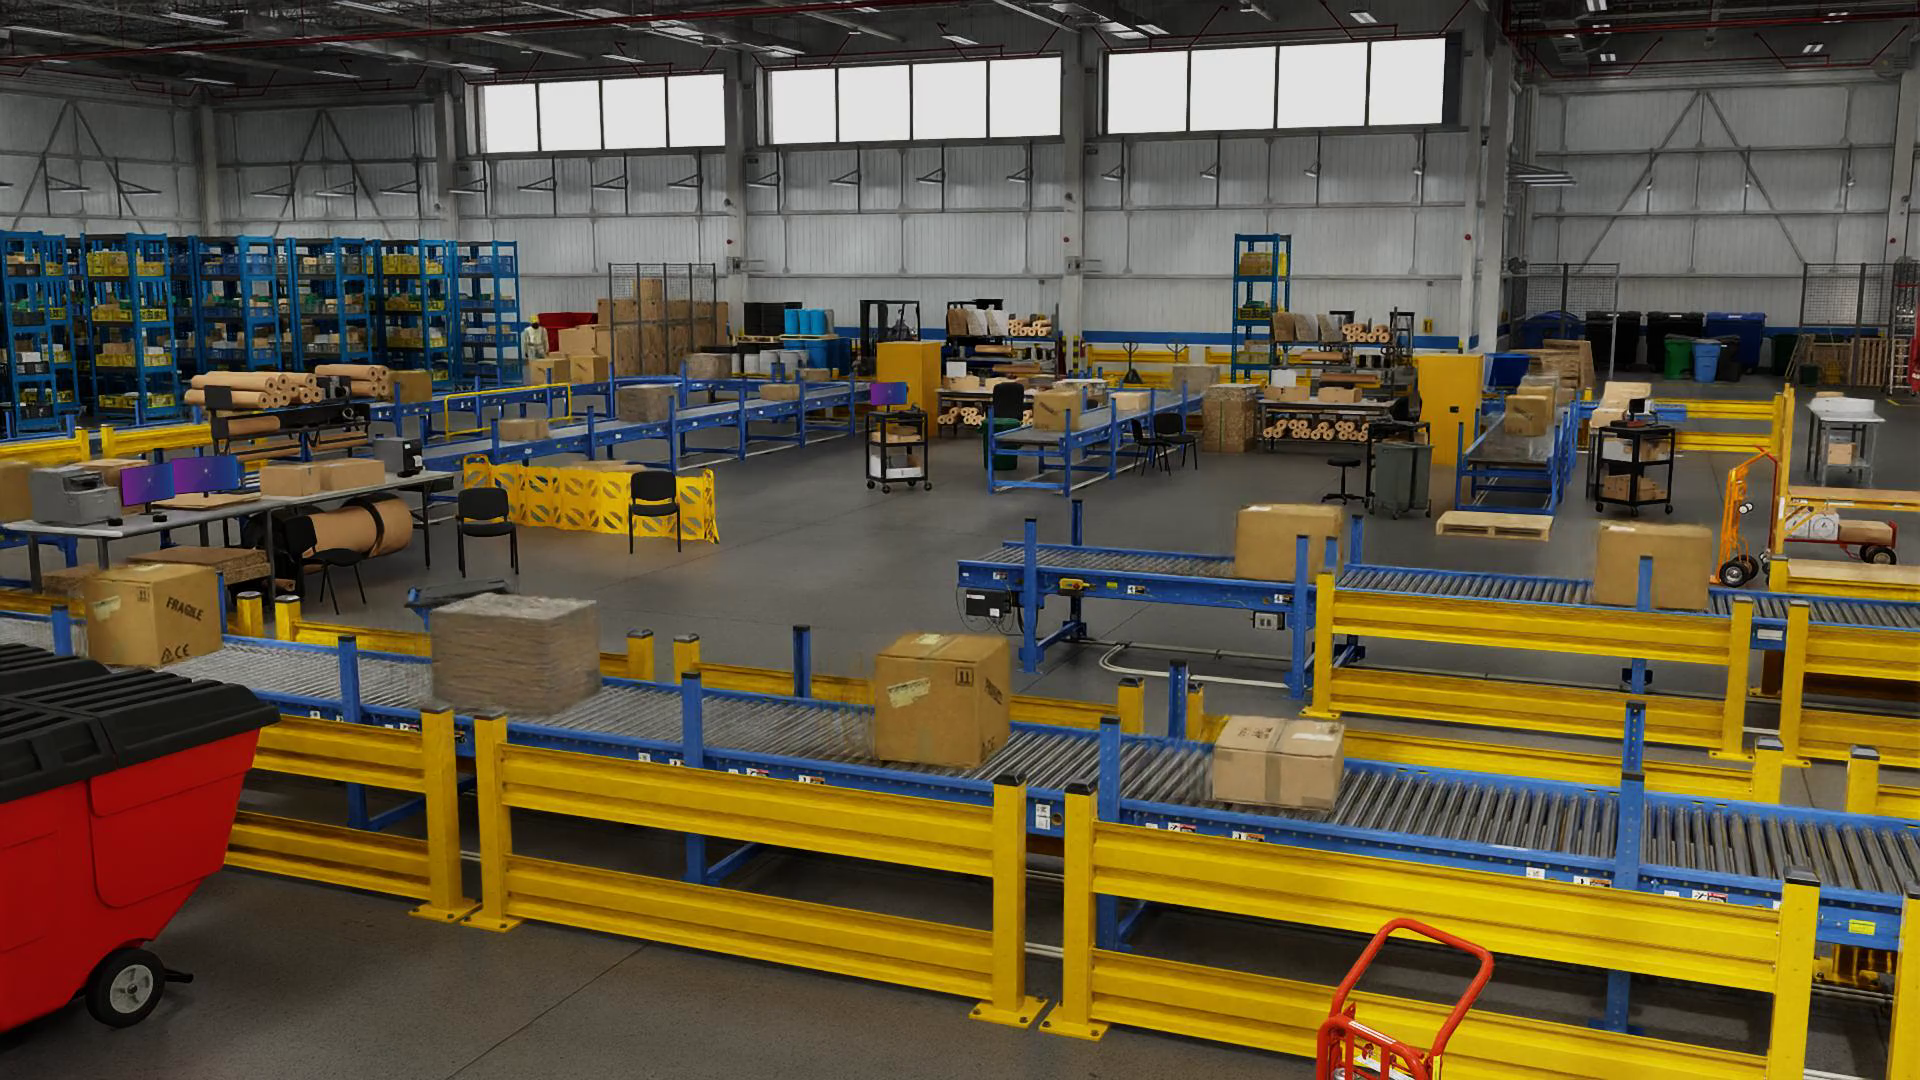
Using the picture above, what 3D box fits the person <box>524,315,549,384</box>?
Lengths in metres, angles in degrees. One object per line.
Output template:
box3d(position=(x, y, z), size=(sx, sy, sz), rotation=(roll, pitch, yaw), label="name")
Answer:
box3d(position=(-10.617, -4.733, 41.707), size=(0.606, 1.789, 0.892), rotation=(-2, 10, -15), label="person")

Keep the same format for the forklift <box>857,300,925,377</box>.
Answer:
box3d(position=(-1.732, -5.109, 42.468), size=(1.157, 1.987, 2.680), rotation=(4, 10, 22), label="forklift")

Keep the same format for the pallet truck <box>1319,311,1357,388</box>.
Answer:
box3d(position=(9.071, -4.419, 39.190), size=(0.823, 1.965, 1.885), rotation=(5, 10, 26), label="pallet truck")

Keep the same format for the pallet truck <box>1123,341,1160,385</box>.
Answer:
box3d(position=(4.445, -4.380, 41.279), size=(0.680, 1.201, 1.601), rotation=(4, 10, 22), label="pallet truck")

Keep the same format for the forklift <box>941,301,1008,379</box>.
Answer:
box3d(position=(0.365, -4.966, 41.571), size=(1.157, 1.987, 2.680), rotation=(3, 10, 20), label="forklift")

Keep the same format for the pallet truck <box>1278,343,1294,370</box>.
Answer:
box3d(position=(7.886, -4.163, 39.743), size=(0.653, 1.274, 1.630), rotation=(4, 10, 22), label="pallet truck")

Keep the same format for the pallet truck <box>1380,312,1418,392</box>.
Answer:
box3d(position=(10.207, -4.283, 38.369), size=(0.823, 1.965, 1.885), rotation=(3, 10, 20), label="pallet truck")

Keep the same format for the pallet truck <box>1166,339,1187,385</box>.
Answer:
box3d(position=(5.418, -4.269, 40.420), size=(0.704, 1.261, 1.522), rotation=(3, 10, 20), label="pallet truck")
